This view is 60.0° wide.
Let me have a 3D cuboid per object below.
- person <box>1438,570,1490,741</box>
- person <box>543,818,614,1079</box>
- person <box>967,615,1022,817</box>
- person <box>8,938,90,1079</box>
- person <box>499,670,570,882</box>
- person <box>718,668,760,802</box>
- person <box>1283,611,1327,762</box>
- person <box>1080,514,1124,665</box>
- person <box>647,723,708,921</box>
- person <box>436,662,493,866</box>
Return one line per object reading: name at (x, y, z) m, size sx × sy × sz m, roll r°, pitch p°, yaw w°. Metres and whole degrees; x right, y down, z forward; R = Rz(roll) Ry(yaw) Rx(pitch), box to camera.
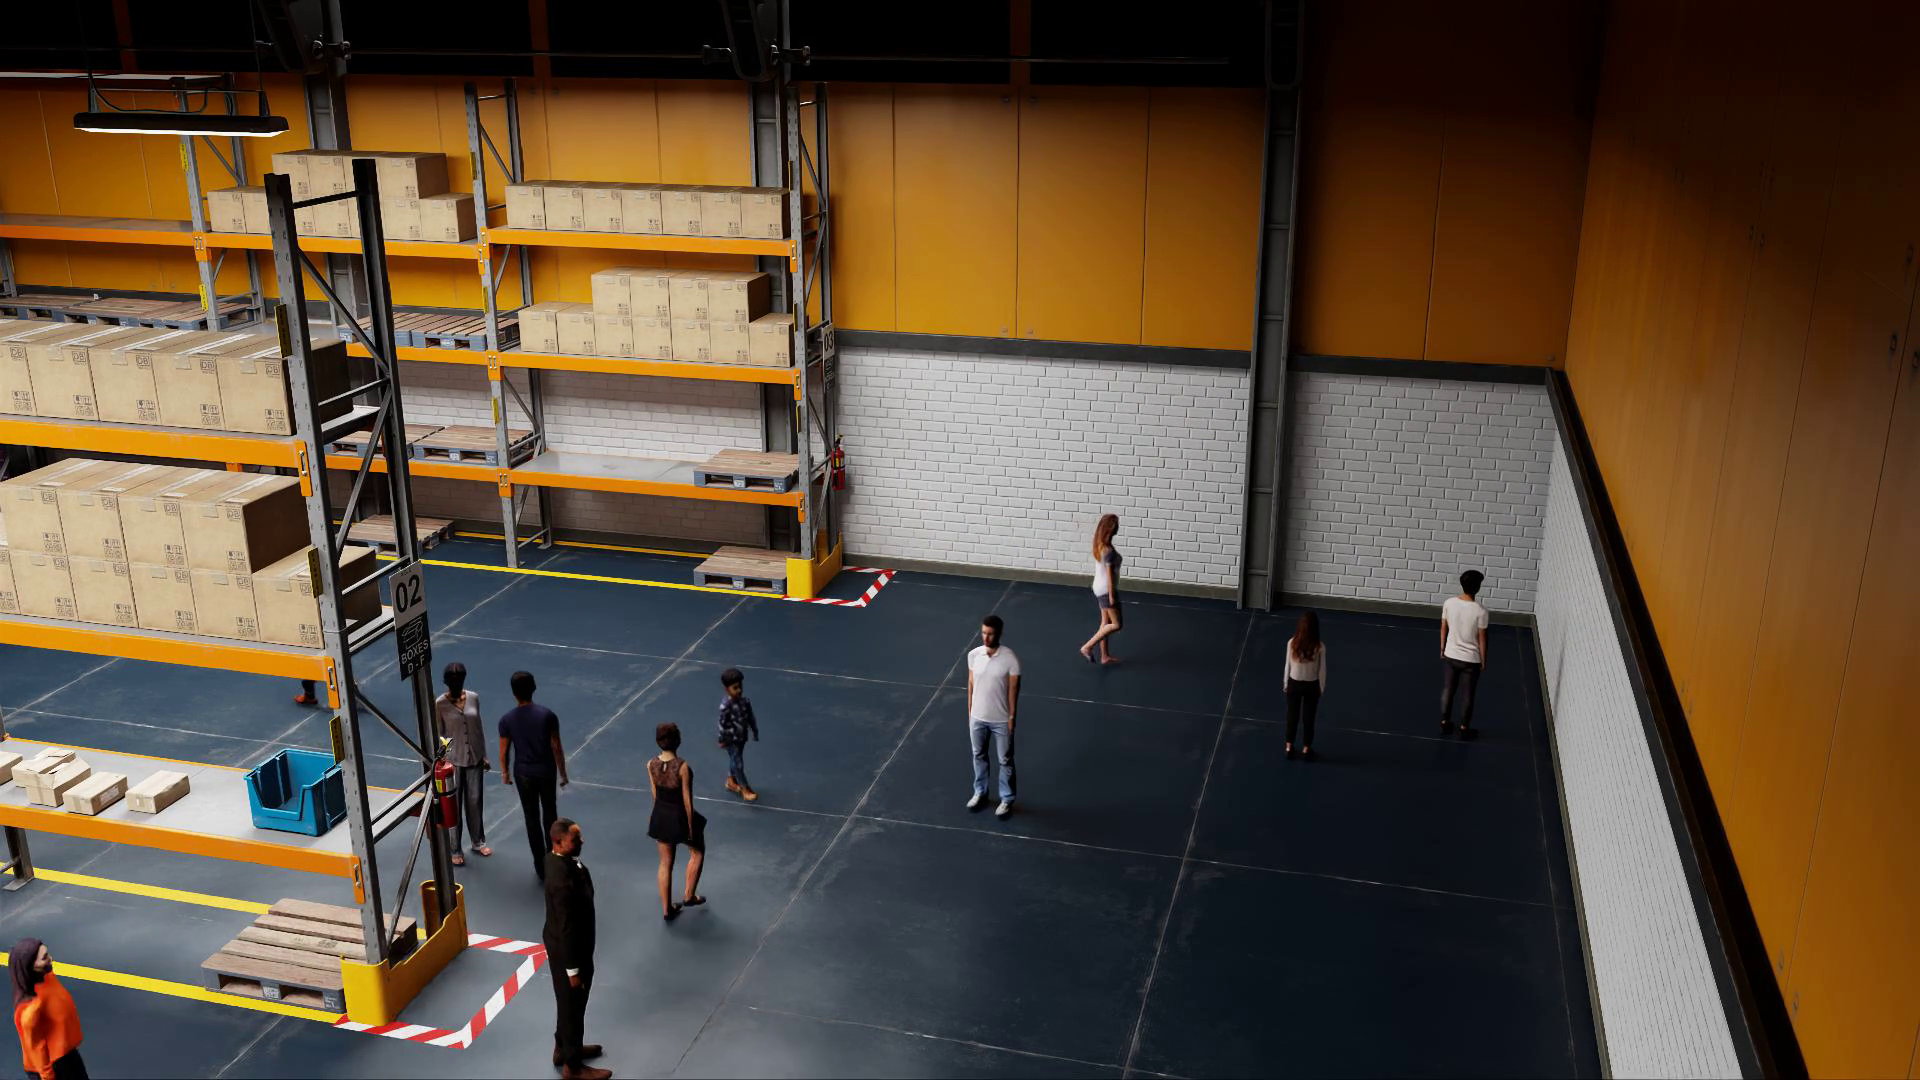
person at (4.928, 1.106, 16.313) m, size 0.631 × 1.721 × 0.763 m, roll 17°, pitch 25°, yaw 40°
person at (-2.626, 2.737, 11.183) m, size 0.809 × 1.904 × 0.796 m, roll -6°, pitch 20°, yaw -18°
person at (0.293, 1.537, 14.815) m, size 0.593 × 1.862 × 0.783 m, roll 10°, pitch 21°, yaw 28°
person at (-5.589, 3.190, 10.099) m, size 0.958 × 1.738 × 0.853 m, roll -5°, pitch 19°, yaw -15°
person at (-3.490, 1.969, 13.682) m, size 0.921 × 1.766 × 0.964 m, roll -6°, pitch 19°, yaw -16°
person at (-2.079, 1.750, 15.168) m, size 0.848 × 1.231 × 0.716 m, roll 17°, pitch 25°, yaw 41°
person at (3.272, 1.388, 15.848) m, size 0.415 × 1.484 × 0.605 m, roll 6°, pitch 19°, yaw 17°
person at (1.509, 0.558, 17.943) m, size 0.845 × 1.720 × 0.766 m, roll -3°, pitch 19°, yaw -9°
person at (-2.292, 2.239, 13.041) m, size 0.587 × 1.664 × 0.673 m, roll 8°, pitch 20°, yaw 23°
person at (-4.212, 1.852, 14.015) m, size 0.683 × 1.775 × 0.713 m, roll -15°, pitch 24°, yaw -38°
